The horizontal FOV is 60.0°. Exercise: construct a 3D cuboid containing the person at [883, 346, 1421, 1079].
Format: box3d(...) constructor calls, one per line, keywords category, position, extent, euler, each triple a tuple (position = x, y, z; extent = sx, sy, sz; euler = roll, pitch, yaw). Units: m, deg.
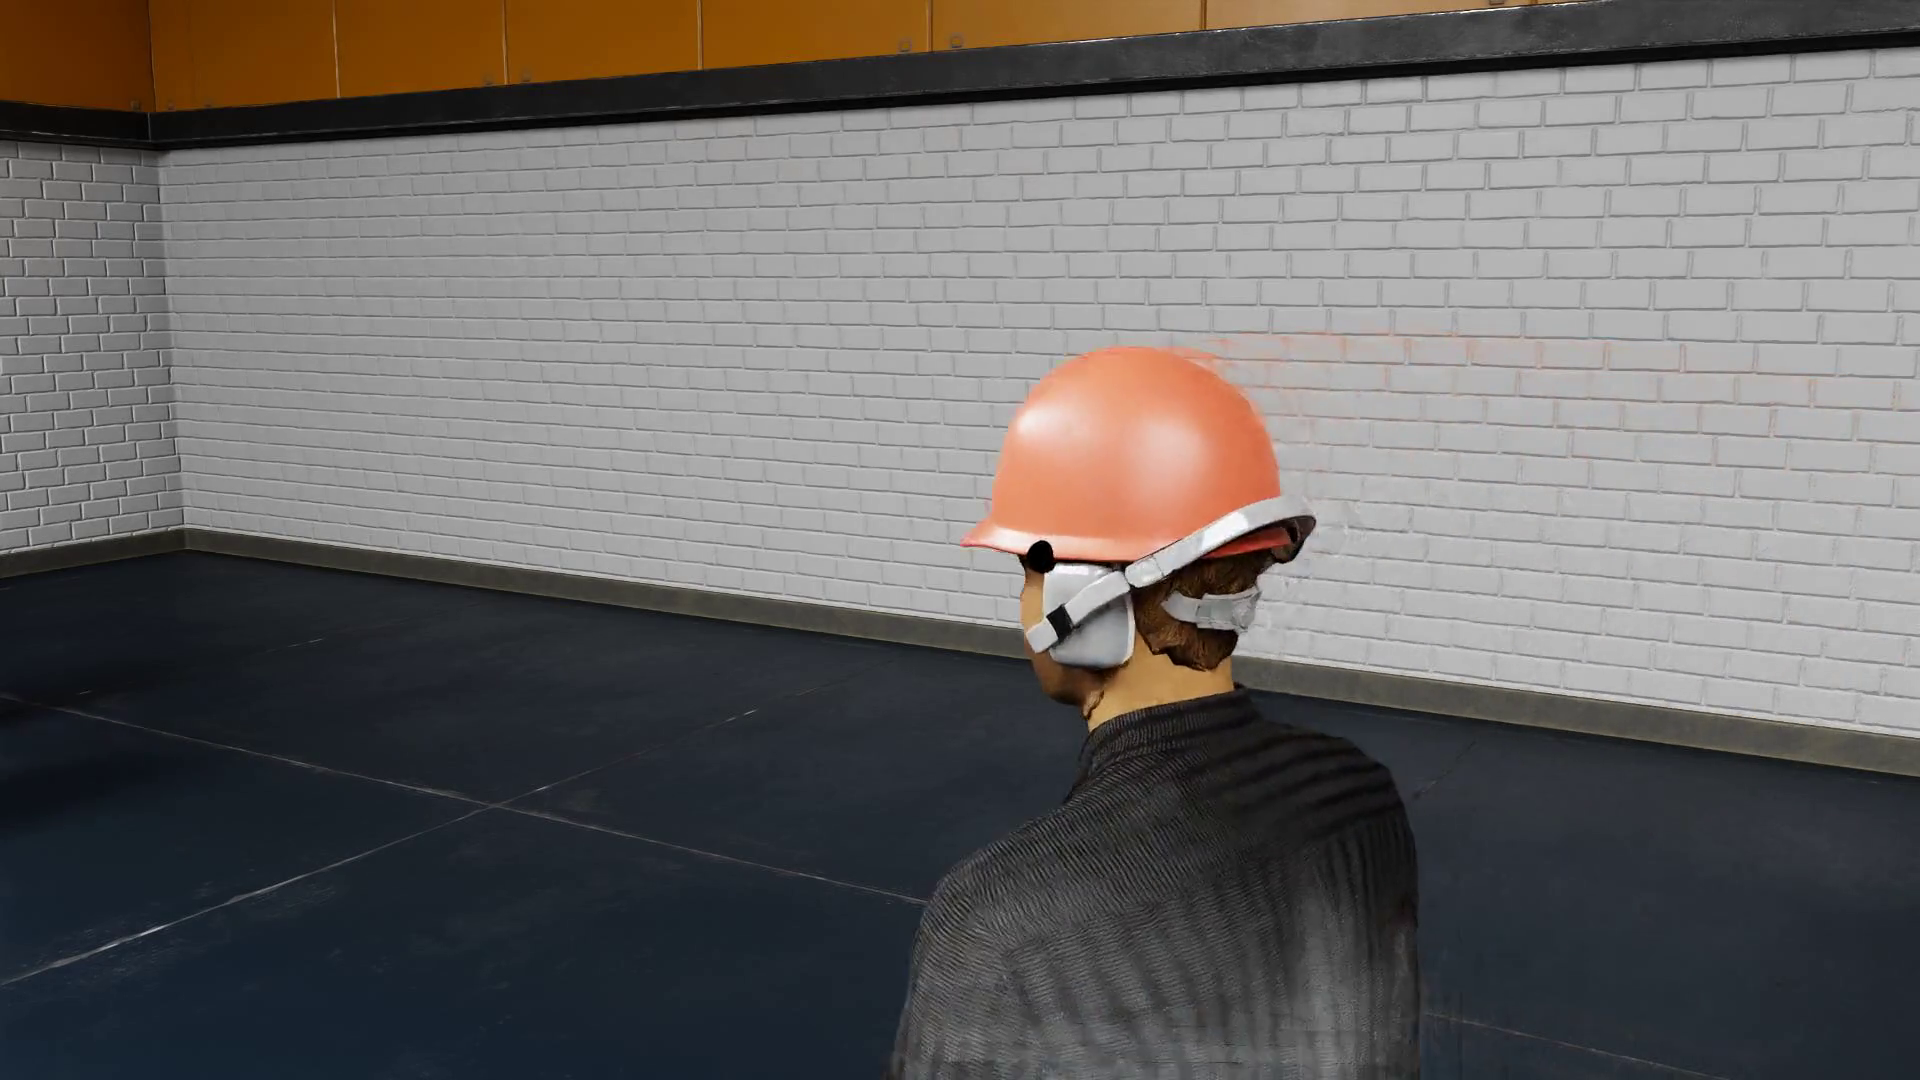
box3d(category="person", position=(0.090, 0.801, 1.576), extent=(0.985, 1.944, 0.626), euler=(7, 12, 38))
